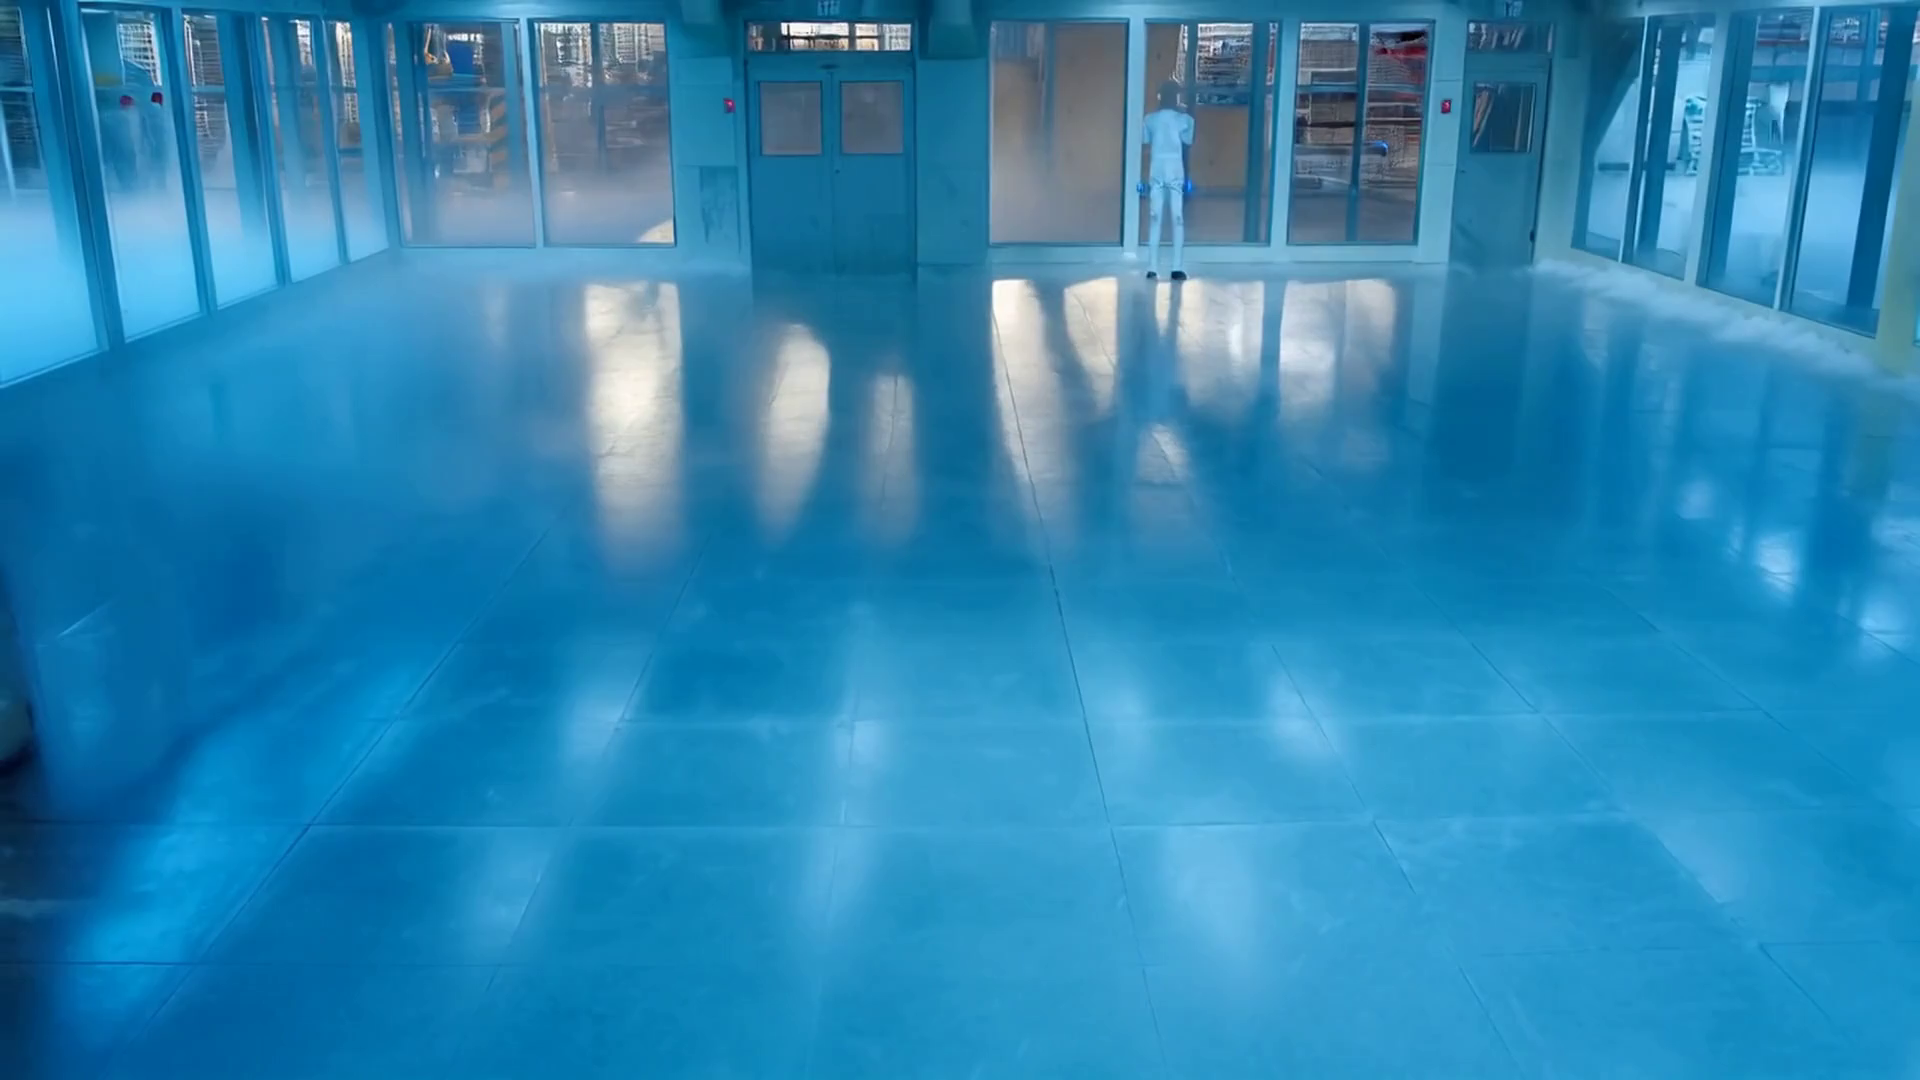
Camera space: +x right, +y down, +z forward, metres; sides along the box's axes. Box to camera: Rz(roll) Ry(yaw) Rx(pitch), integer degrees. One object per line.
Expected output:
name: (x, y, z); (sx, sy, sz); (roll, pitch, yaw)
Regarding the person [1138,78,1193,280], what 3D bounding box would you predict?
person: (1.952, -3.405, 15.758); (0.517, 1.873, 0.328); (3, 17, 11)
